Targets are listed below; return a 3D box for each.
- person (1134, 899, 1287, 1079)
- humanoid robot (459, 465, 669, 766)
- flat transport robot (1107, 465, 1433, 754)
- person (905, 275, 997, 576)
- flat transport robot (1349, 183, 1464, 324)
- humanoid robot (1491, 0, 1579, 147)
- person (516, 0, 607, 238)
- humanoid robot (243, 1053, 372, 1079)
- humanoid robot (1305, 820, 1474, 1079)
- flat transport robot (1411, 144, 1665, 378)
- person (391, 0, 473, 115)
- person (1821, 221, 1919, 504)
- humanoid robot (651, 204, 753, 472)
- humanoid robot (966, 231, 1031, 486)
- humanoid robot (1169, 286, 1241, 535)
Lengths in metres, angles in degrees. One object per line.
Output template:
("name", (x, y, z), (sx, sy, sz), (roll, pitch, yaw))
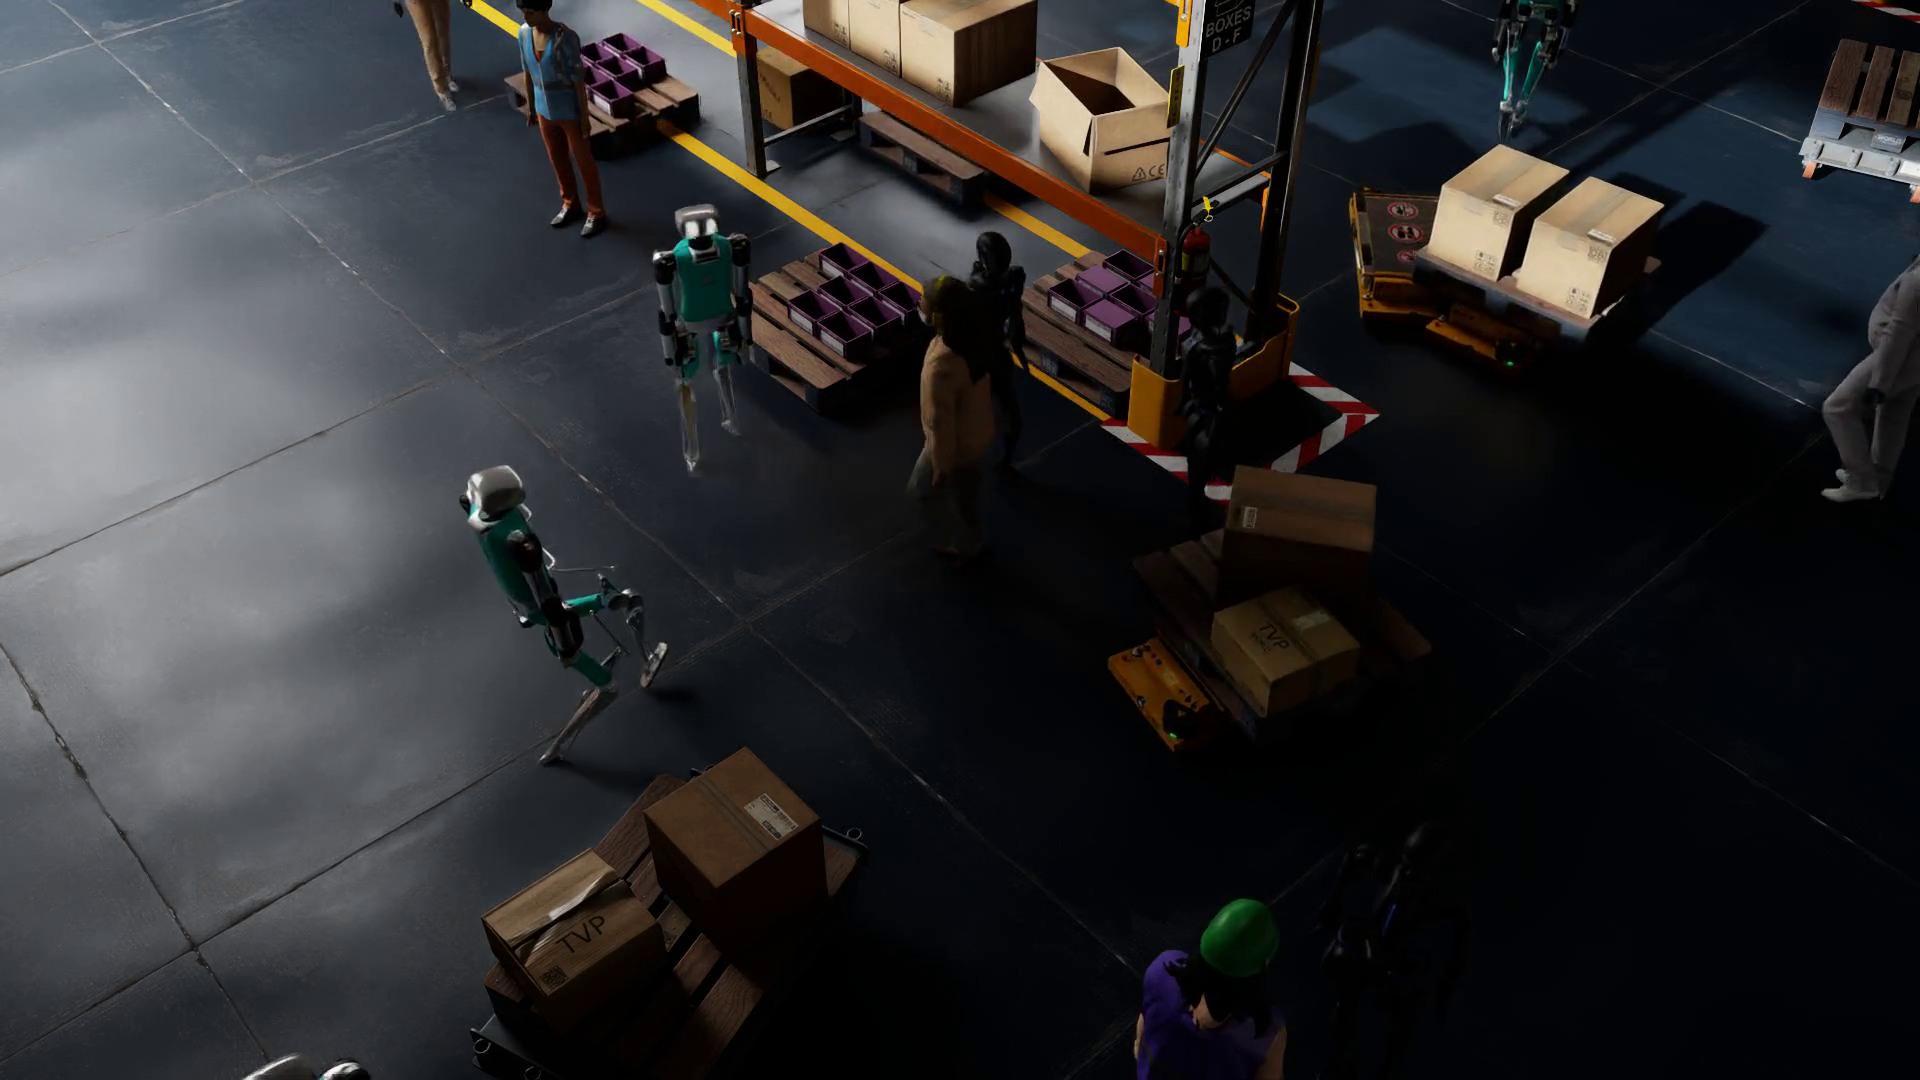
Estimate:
("person", (0.847, 1.898, 5.812), (0.550, 1.921, 0.426), (26, 48, 25))
("humanoid robot", (-1.728, 0.253, 7.791), (1.050, 1.783, 0.538), (-31, 51, -29))
("flat transport robot", (1.532, 0.573, 8.472), (1.431, 0.231, 0.659), (-19, 46, -19))
("person", (-0.045, -0.543, 8.513), (0.448, 1.860, 0.575), (18, 46, 19))
("flat transport robot", (2.997, -1.932, 11.196), (0.659, 0.231, 1.431), (4, 43, 5))
("humanoid robot", (4.042, -3.427, 11.763), (0.554, 1.742, 1.048), (9, 43, 9))
("person", (-2.683, -2.878, 11.127), (0.505, 1.758, 0.331), (17, 45, 17))
("humanoid robot", (-1.834, 2.439, 5.407), (0.862, 1.845, 0.546), (31, 51, 29))
("humanoid robot", (1.592, 1.600, 6.315), (0.613, 1.654, 0.312), (27, 49, 26))
("flat transport robot", (3.678, -1.558, 10.790), (0.659, 0.231, 1.431), (32, 52, 30))
("person", (-3.944, -4.085, 12.464), (0.567, 1.724, 0.762), (-29, 50, -28))
("person", (5.065, -0.971, 8.966), (0.672, 1.875, 0.466), (-28, 49, -27))
("humanoid robot", (-1.468, -1.184, 9.308), (0.545, 1.789, 0.783), (-17, 45, -18))
("humanoid robot", (0.143, -0.967, 9.106), (0.608, 1.643, 0.500), (-34, 52, -31))
("humanoid robot", (1.280, -0.633, 8.744), (0.334, 1.644, 0.610), (-7, 43, -8))
